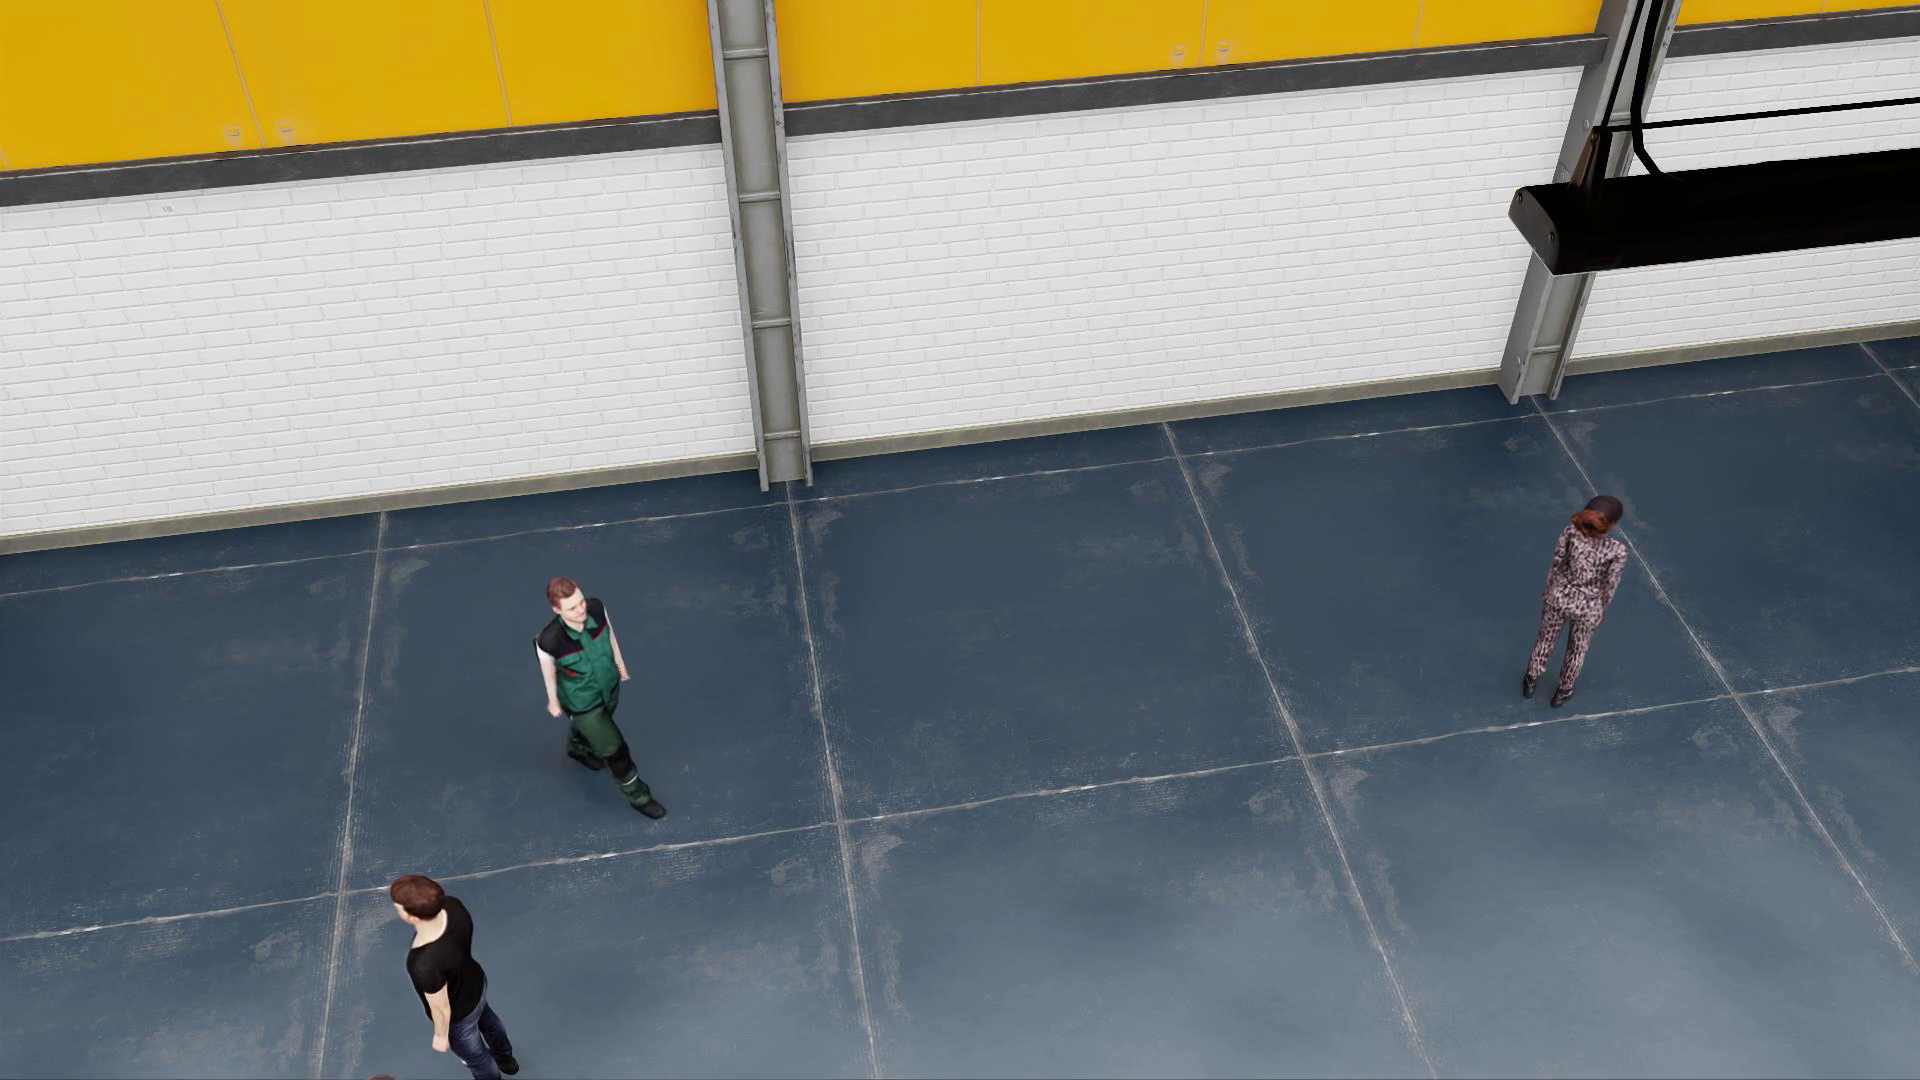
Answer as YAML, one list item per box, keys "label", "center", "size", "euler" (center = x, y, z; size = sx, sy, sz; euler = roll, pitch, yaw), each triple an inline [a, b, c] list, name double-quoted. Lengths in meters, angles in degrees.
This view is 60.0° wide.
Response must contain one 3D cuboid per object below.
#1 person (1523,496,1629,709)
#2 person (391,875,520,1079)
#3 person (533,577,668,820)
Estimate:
- label: "person"
  center: [3.882, 0.390, 10.507]
  size: [0.649, 1.714, 0.712]
  euler: [25, 49, 24]
- label: "person"
  center: [-2.526, 2.293, 8.377]
  size: [0.640, 1.897, 0.708]
  euler: [0, 44, 0]
- label: "person"
  center: [-2.257, 0.864, 9.946]
  size: [1.180, 1.802, 1.116]
  euler: [26, 50, 25]
